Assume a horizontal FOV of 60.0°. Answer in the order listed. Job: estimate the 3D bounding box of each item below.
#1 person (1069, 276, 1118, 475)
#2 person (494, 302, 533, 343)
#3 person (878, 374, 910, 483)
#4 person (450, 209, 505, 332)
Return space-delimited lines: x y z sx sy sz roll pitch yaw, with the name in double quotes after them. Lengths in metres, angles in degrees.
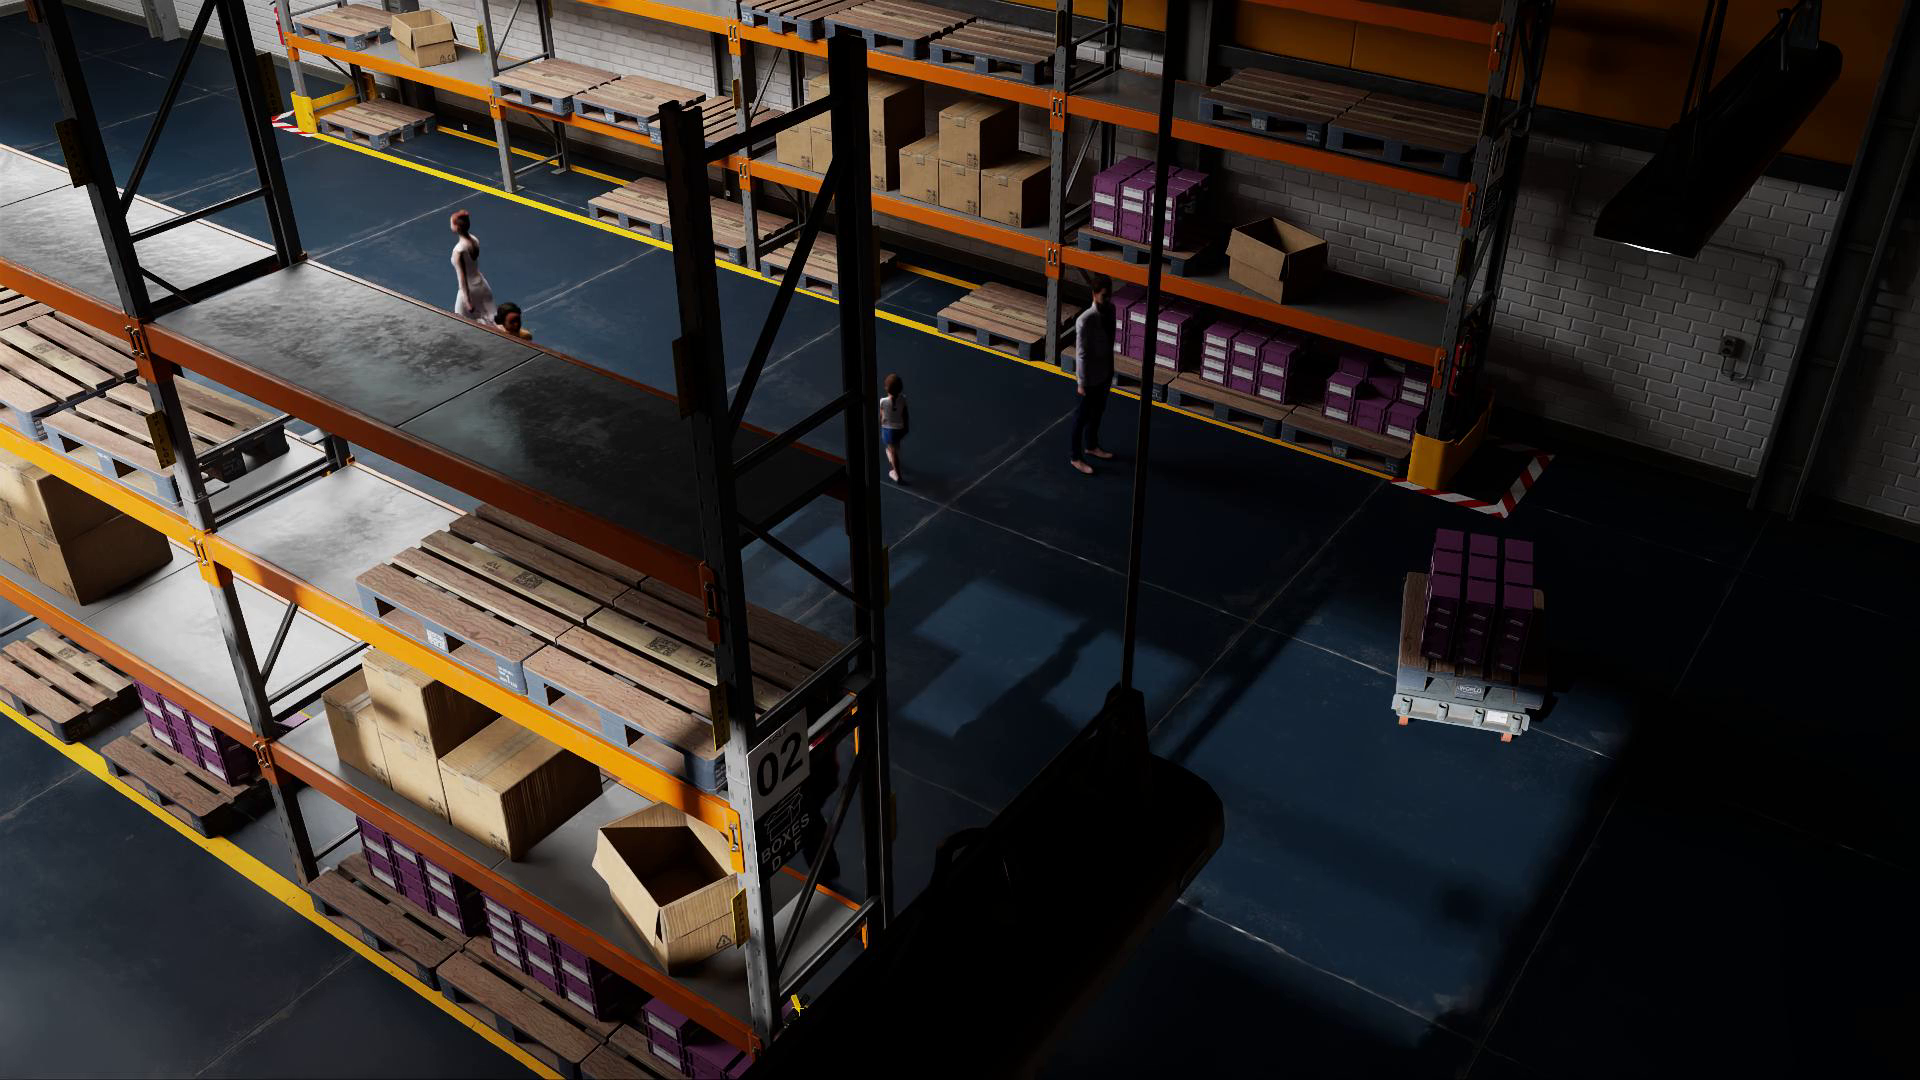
1.203 -1.509 14.830 0.565 1.849 0.682 23 40 31 "person"
-3.987 -1.362 14.820 0.853 1.615 1.111 -17 37 -24 "person"
-0.581 -0.980 14.802 0.610 0.999 0.741 -15 36 -21 "person"
-4.626 -2.353 16.193 1.165 1.746 0.775 11 35 16 "person"
